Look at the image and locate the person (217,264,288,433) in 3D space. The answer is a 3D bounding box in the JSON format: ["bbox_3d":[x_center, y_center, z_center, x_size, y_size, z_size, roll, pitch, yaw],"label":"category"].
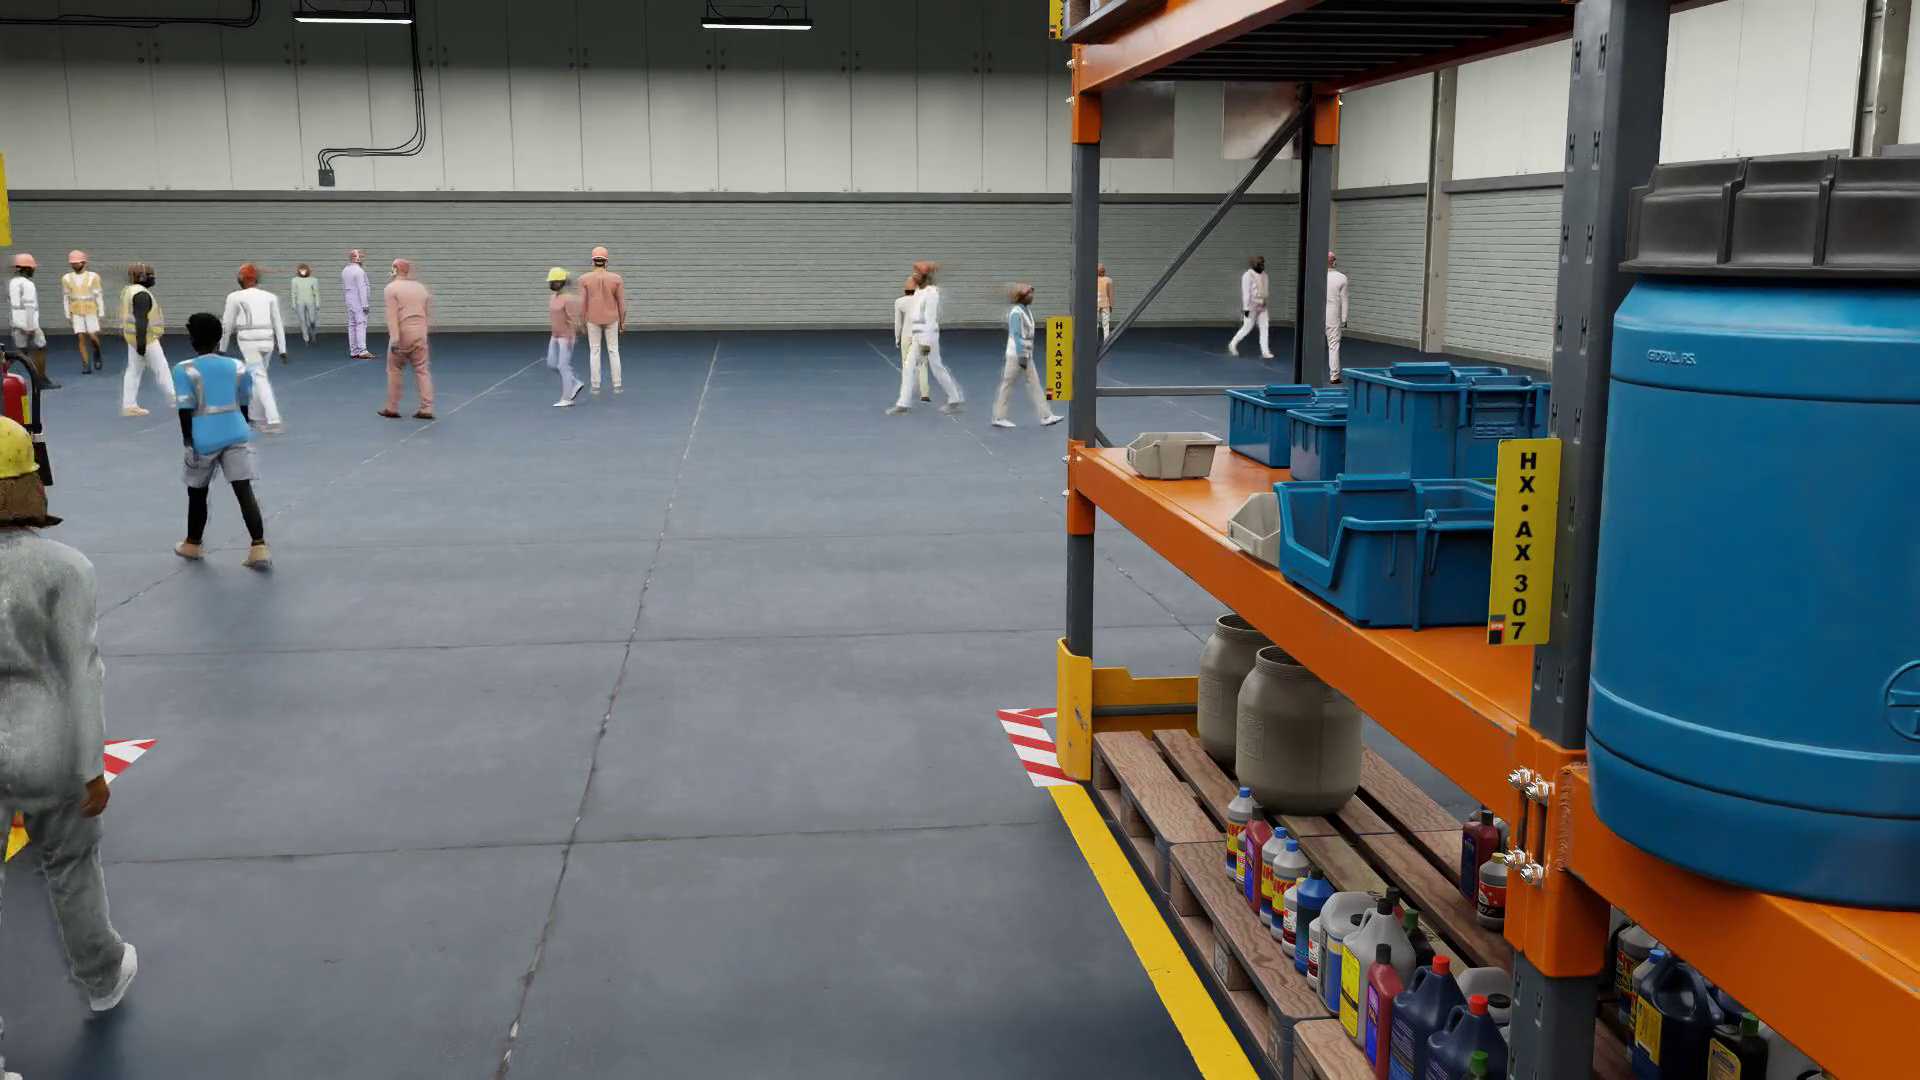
[{"bbox_3d":[-7.772,-2.096,18.233,1.015,1.824,0.581,6,12,31],"label":"person"}]

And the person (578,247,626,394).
[{"bbox_3d":[-4.873,-2.984,22.656,0.622,1.992,0.396,-3,11,-17],"label":"person"}]

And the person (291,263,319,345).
[{"bbox_3d":[-12.905,-4.642,32.772,0.508,1.620,0.348,-3,11,-15],"label":"person"}]

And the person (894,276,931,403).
[{"bbox_3d":[-0.593,-2.581,21.439,0.502,1.631,0.285,1,10,4],"label":"person"}]

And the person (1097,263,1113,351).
[{"bbox_3d":[2.606,-4.333,31.020,0.512,1.642,0.312,-1,10,-7],"label":"person"}]

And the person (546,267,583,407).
[{"bbox_3d":[-4.986,-2.553,20.969,0.433,1.757,0.527,-10,14,-44],"label":"person"}]

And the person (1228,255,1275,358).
[{"bbox_3d":[5.177,-4.131,29.473,0.637,1.817,0.847,-9,13,-39],"label":"person"}]

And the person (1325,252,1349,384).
[{"bbox_3d":[5.337,-3.223,24.211,0.641,1.908,0.407,4,11,21],"label":"person"}]

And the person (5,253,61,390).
[{"bbox_3d":[-13.018,-3.009,23.044,0.554,1.910,0.833,7,12,33],"label":"person"}]

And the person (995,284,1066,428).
[{"bbox_3d":[0.759,-2.035,18.520,0.834,1.593,0.548,4,11,21],"label":"person"}]

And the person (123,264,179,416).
[{"bbox_3d":[-9.632,-2.385,19.894,0.918,1.798,0.655,-8,13,-37],"label":"person"}]

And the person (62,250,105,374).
[{"bbox_3d":[-13.677,-3.553,25.969,0.573,1.925,0.457,-2,11,-13],"label":"person"}]

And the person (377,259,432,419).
[{"bbox_3d":[-6.564,-2.359,19.583,0.853,1.862,0.672,6,12,31],"label":"person"}]

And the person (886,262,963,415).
[{"bbox_3d":[-0.391,-2.420,20.011,0.970,1.841,0.591,-5,11,-25],"label":"person"}]

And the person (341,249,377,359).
[{"bbox_3d":[-10.564,-4.141,29.239,0.637,1.911,0.406,10,14,43],"label":"person"}]

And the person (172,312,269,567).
[{"bbox_3d":[-4.823,-0.645,10.788,0.888,1.646,0.547,8,13,37],"label":"person"}]

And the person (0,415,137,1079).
[{"bbox_3d":[-2.406,0.526,4.220,0.504,1.688,0.895,-2,11,-10],"label":"person"}]
